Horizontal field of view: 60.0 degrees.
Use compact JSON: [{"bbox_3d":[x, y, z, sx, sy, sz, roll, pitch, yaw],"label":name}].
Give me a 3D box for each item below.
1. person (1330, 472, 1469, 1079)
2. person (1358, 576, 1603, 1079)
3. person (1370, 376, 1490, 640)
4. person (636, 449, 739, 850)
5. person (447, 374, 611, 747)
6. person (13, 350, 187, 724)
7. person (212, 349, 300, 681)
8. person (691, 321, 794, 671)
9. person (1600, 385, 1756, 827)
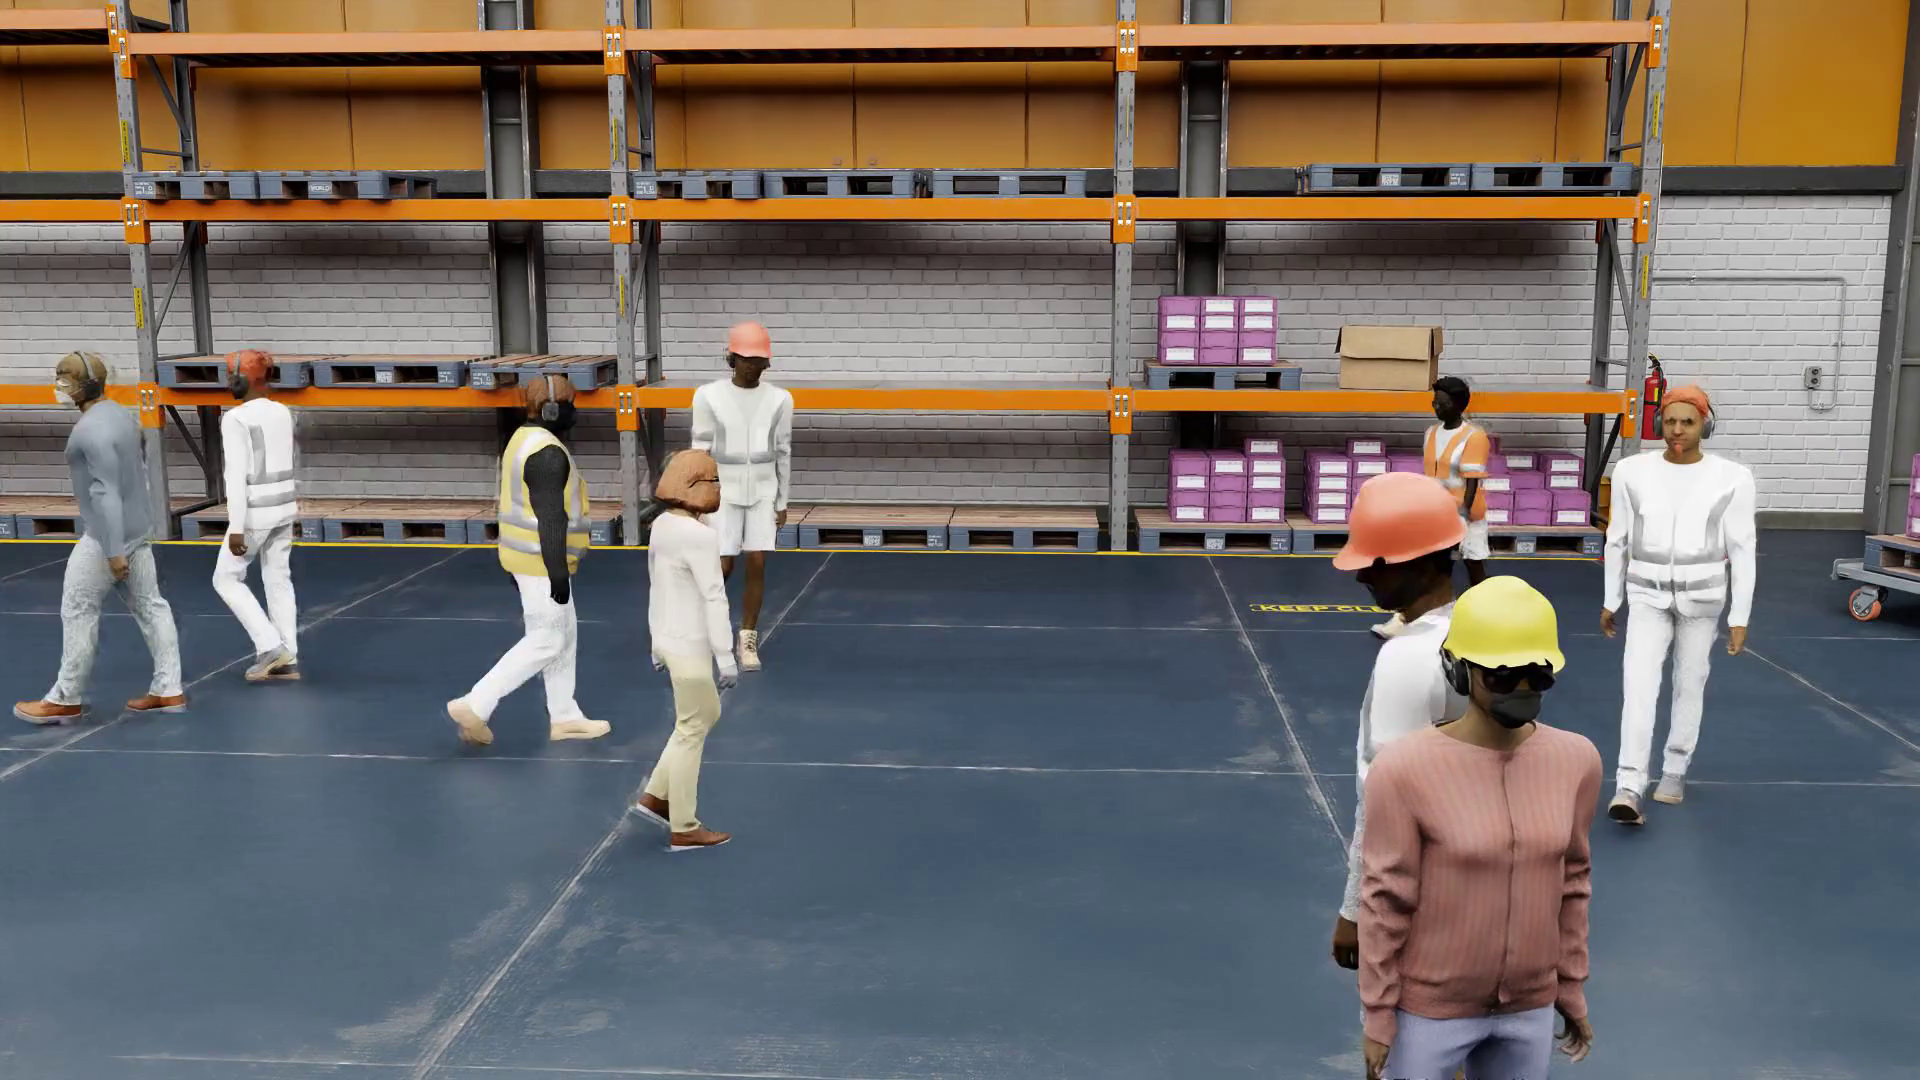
[{"bbox_3d":[1.137,0.787,3.867,0.775,1.904,0.539,7,12,35],"label":"person"},{"bbox_3d":[1.049,0.937,3.357,0.527,1.768,0.331,-2,10,-14],"label":"person"},{"bbox_3d":[2.927,-0.159,10.073,0.861,1.644,0.544,-5,11,-28],"label":"person"},{"bbox_3d":[-1.063,0.446,6.666,0.341,1.625,0.514,-5,11,-28],"label":"person"},{"bbox_3d":[-2.099,0.120,7.985,0.716,1.824,0.645,-4,10,-22],"label":"person"},{"bbox_3d":[-4.449,-0.007,8.480,0.884,1.903,0.714,-2,10,-10],"label":"person"},{"bbox_3d":[-3.905,-0.122,9.247,0.423,1.870,0.599,3,10,15],"label":"person"},{"bbox_3d":[-1.299,-0.278,9.750,0.649,2.015,0.740,-4,10,-20],"label":"person"},{"bbox_3d":[2.981,0.285,6.964,0.606,1.832,0.951,5,11,29],"label":"person"}]
